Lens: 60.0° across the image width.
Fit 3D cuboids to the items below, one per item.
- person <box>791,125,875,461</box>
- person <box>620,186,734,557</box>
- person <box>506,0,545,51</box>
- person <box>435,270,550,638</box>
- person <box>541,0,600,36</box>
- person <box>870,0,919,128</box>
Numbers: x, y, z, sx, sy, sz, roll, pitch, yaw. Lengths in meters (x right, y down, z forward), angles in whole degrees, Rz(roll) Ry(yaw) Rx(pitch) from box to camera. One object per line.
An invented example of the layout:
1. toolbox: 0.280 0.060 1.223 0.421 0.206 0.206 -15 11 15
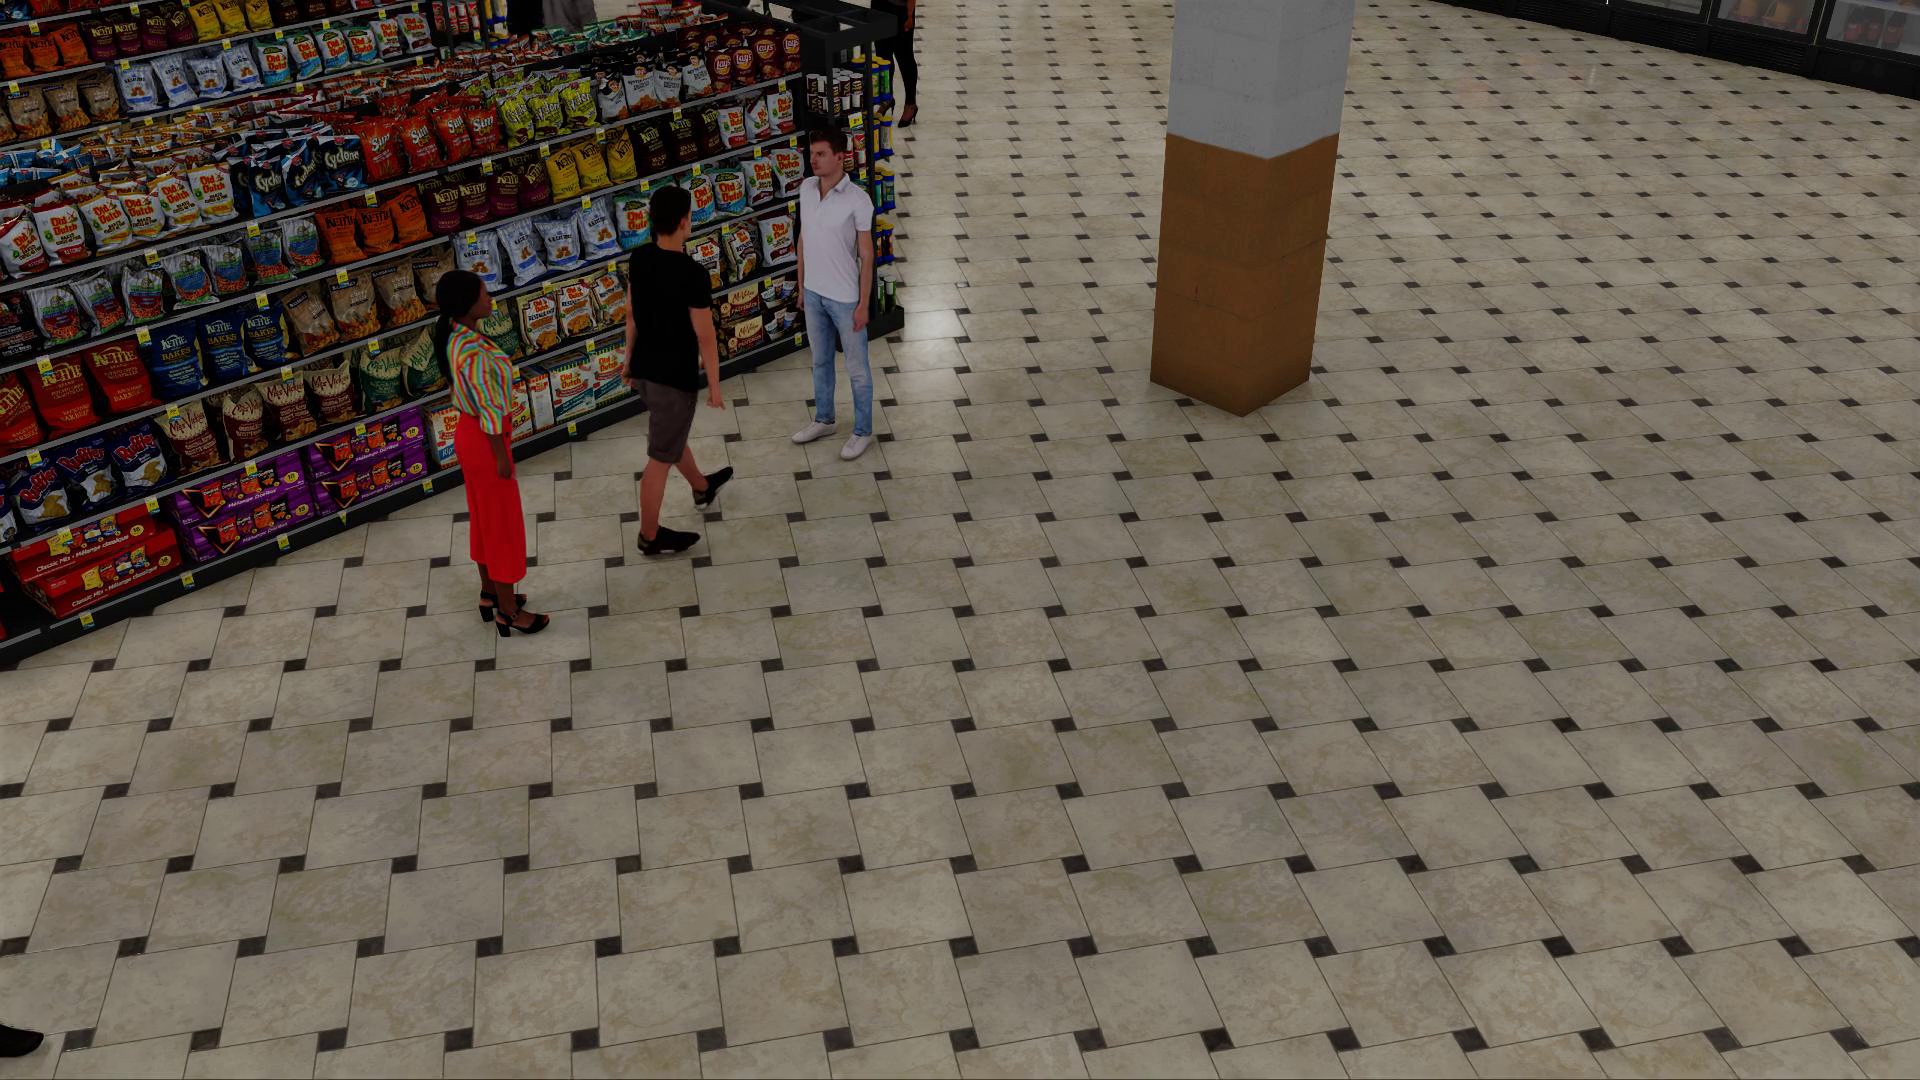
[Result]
1. person: -0.674 -1.344 9.028 0.675 1.851 0.586 21 38 30
2. person: -1.496 -0.786 8.162 0.751 1.819 1.043 26 40 35
3. person: -3.546 -4.257 13.884 0.796 1.666 0.625 20 37 29
4. person: -2.146 -0.382 7.538 0.598 1.793 0.645 -19 37 -28
5. person: -3.032 -3.647 12.698 0.720 1.884 0.724 26 40 35
6. person: -0.554 -4.435 14.005 0.572 1.842 0.634 -28 41 -37
